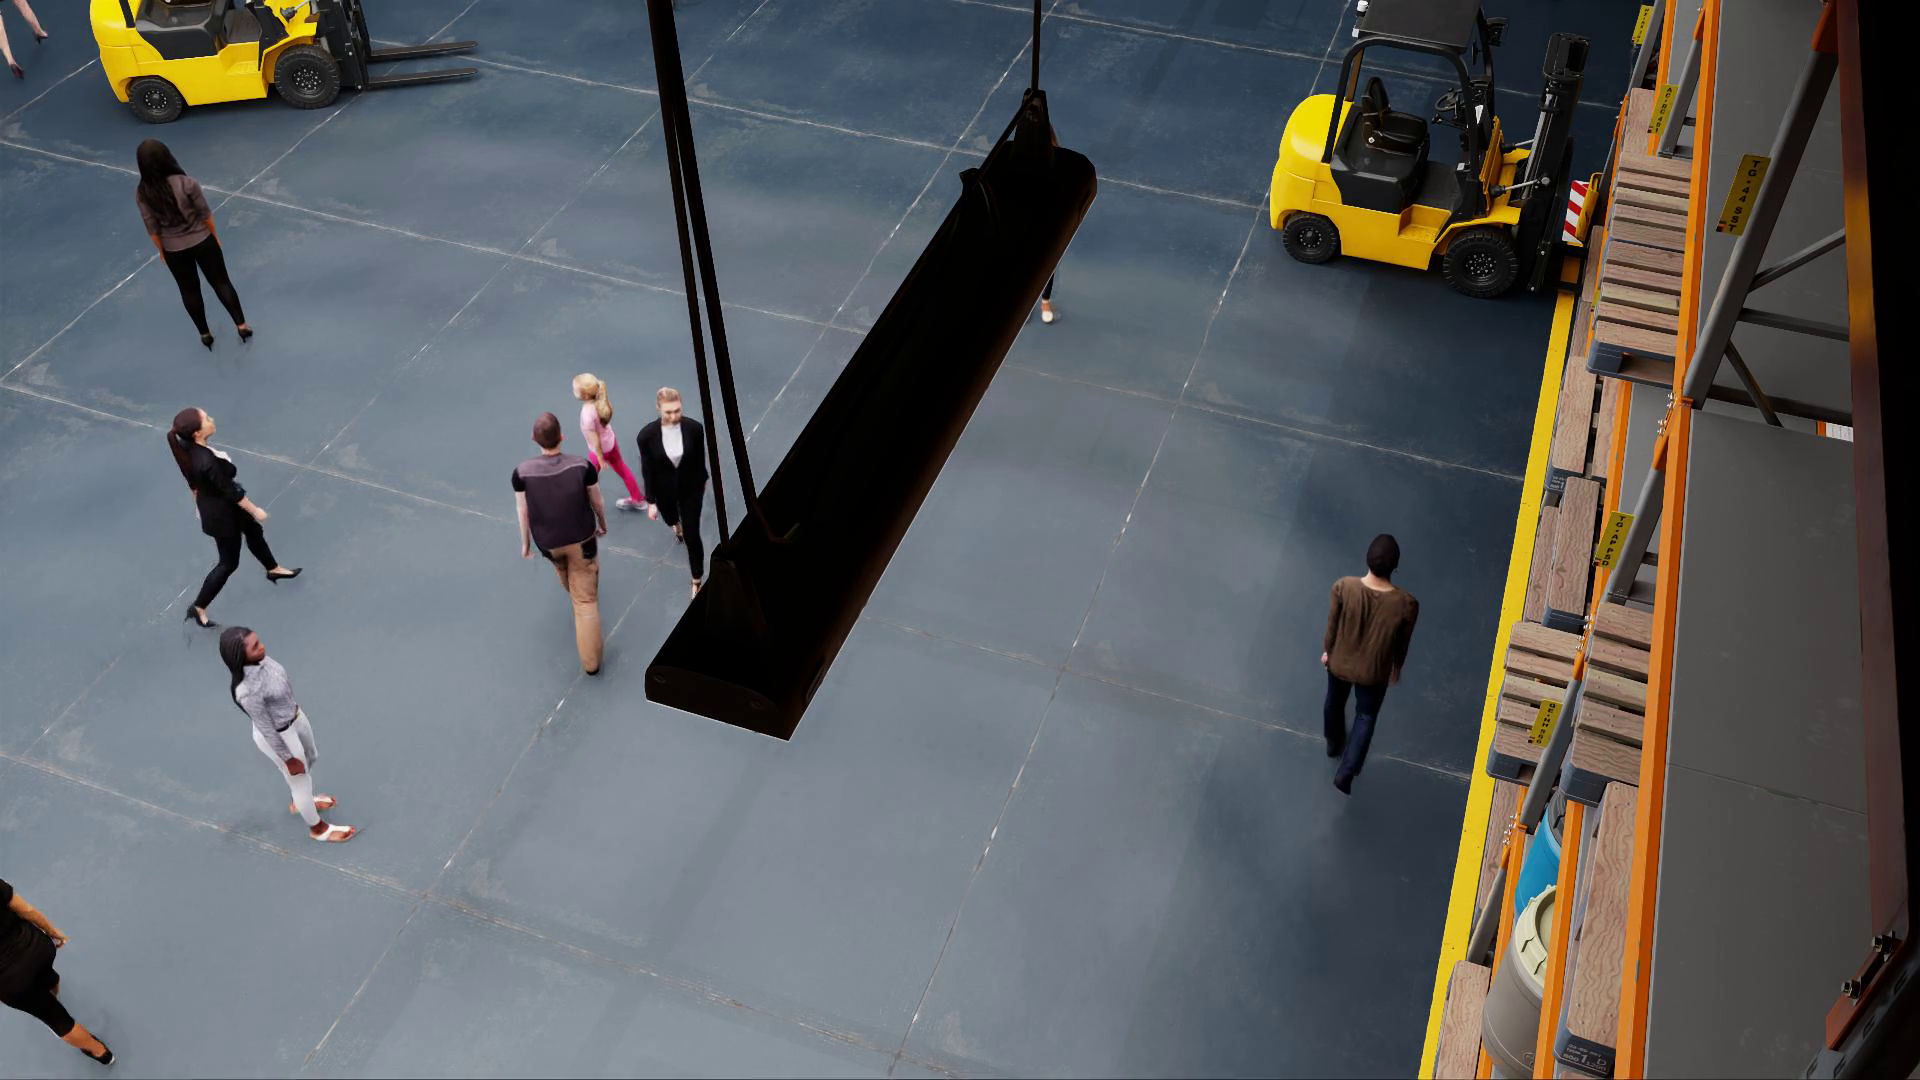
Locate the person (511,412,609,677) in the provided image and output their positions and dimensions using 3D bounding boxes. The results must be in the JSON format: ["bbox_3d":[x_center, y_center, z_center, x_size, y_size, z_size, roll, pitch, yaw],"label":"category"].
[{"bbox_3d":[-2.529,0.058,10.632,1.065,1.787,1.357,-5,44,-5],"label":"person"}]

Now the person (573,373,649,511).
[{"bbox_3d":[-2.475,-0.670,11.789,0.695,1.245,0.853,5,44,5],"label":"person"}]

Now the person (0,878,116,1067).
[{"bbox_3d":[-4.756,2.203,8.497,0.761,1.627,0.930,22,48,22],"label":"person"}]

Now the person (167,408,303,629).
[{"bbox_3d":[-4.916,-0.113,10.929,1.152,1.625,0.938,-30,51,-27],"label":"person"}]

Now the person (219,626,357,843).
[{"bbox_3d":[-3.931,1.119,9.564,0.795,1.724,0.716,-7,44,-7],"label":"person"}]

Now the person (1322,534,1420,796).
[{"bbox_3d":[2.351,0.766,9.826,0.642,1.874,0.951,14,45,14],"label":"person"}]

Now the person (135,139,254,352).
[{"bbox_3d":[-6.050,-2.296,13.065,0.747,1.840,0.791,-14,45,-14],"label":"person"}]

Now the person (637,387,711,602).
[{"bbox_3d":[-1.918,-0.370,11.165,0.984,1.672,1.167,-8,44,-9],"label":"person"}]
